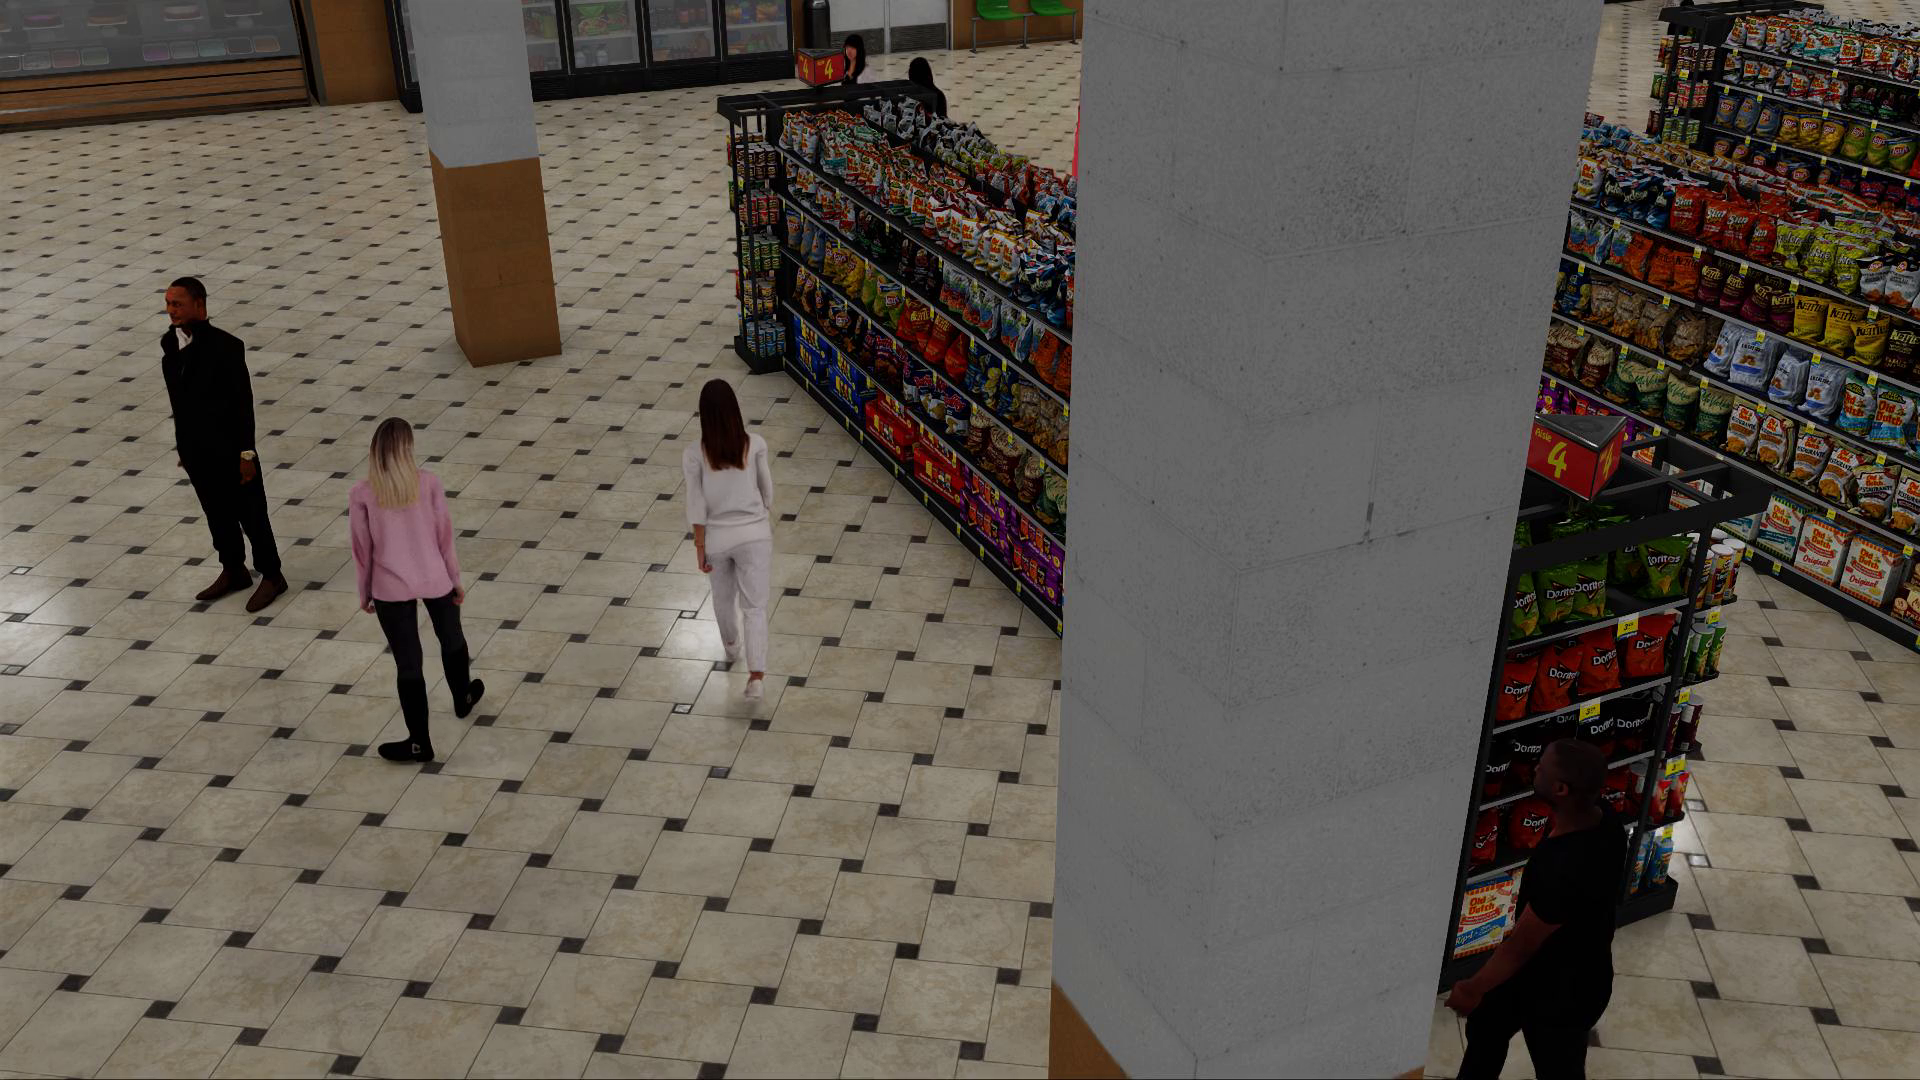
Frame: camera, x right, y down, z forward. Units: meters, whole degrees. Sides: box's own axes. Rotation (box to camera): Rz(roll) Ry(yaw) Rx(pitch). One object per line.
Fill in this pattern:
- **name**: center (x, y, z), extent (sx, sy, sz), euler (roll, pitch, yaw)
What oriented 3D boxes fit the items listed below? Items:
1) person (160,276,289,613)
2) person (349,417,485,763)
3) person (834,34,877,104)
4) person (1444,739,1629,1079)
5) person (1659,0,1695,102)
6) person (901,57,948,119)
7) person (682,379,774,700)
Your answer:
- **person**: center (-4.096, -0.537, 9.193), extent (0.781, 1.905, 0.846), euler (10, 29, 19)
- **person**: center (-2.607, 0.257, 7.899), extent (0.728, 1.658, 0.790), euler (-13, 30, -24)
- **person**: center (-1.031, -4.332, 16.990), extent (1.009, 1.619, 1.040), euler (11, 29, 21)
- **person**: center (2.001, 1.474, 5.355), extent (1.075, 1.788, 0.991), euler (12, 29, 22)
- **person**: center (9.093, -6.191, 21.043), extent (0.602, 1.270, 0.673), euler (14, 30, 25)
- **person**: center (-0.279, -3.465, 15.173), extent (0.696, 1.718, 1.075), euler (-11, 29, -20)
- **person**: center (-1.114, 0.029, 8.347), extent (0.768, 1.660, 1.133), euler (-5, 27, -10)
